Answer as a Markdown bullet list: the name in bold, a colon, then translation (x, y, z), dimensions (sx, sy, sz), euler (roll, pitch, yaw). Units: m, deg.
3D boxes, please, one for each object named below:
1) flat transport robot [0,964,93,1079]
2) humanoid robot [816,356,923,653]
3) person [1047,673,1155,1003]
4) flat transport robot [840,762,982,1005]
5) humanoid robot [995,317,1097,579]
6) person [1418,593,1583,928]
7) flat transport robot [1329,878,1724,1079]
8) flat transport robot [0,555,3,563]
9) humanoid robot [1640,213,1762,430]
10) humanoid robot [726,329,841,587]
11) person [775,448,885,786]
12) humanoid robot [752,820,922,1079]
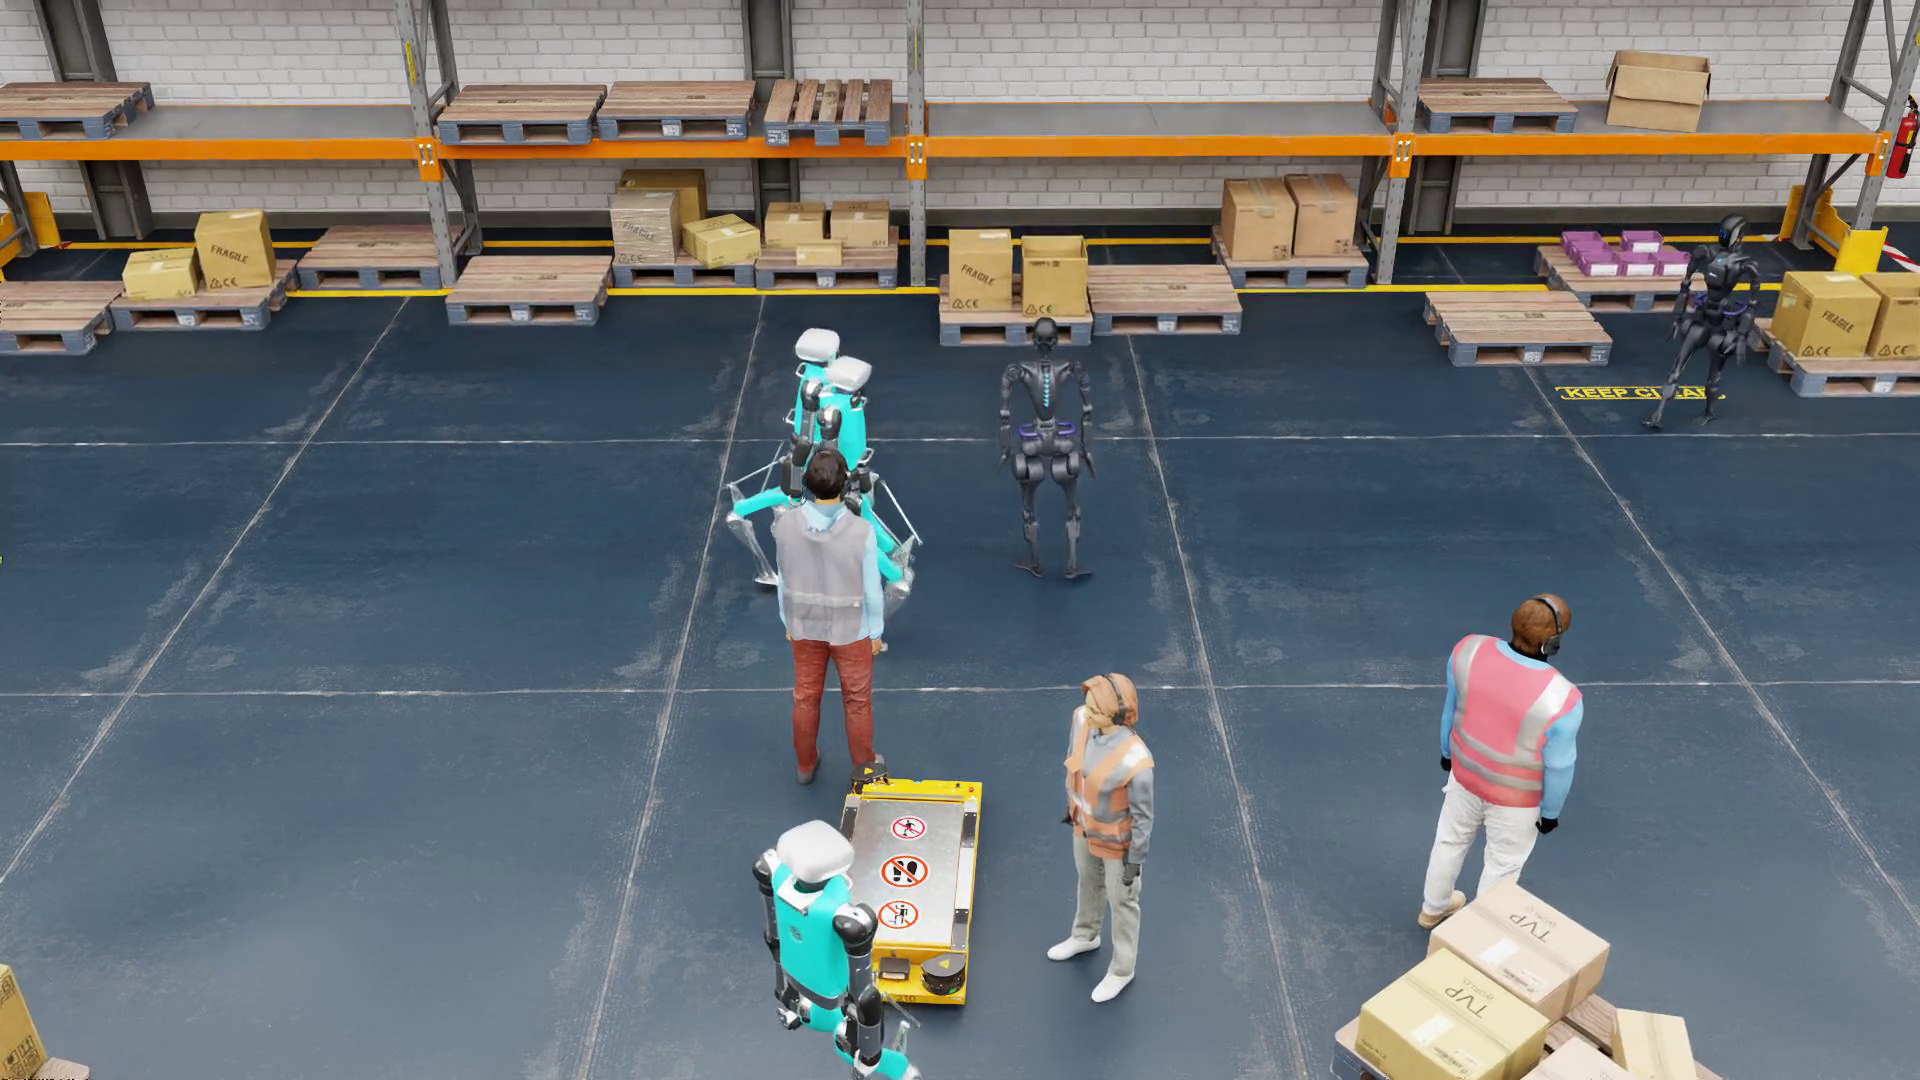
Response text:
- **flat transport robot**: translation (-3.967, 2.537, 6.188), dimensions (1.431, 0.231, 0.659), euler (9, 32, 14)
- **humanoid robot**: translation (-0.440, -0.170, 9.225), dimensions (0.653, 1.755, 0.531), euler (8, 32, 12)
- **person**: translation (0.613, 1.240, 7.013), dimensions (0.313, 1.639, 0.514), euler (-18, 35, -27)
- **flat transport robot**: translation (-0.258, 1.576, 7.787), dimensions (0.659, 0.231, 1.431), euler (2, 31, 3)
- **humanoid robot**: translation (0.517, -0.505, 9.893), dimensions (0.614, 1.644, 0.481), euler (-1, 31, -2)
- **person**: translation (2.344, 1.021, 7.199), dimensions (0.431, 1.836, 0.629), euler (-23, 38, -33)
- **flat transport robot**: translation (2.225, 2.308, 6.568), dimensions (1.431, 0.231, 0.659), euler (-22, 38, -32)
- **flat transport robot**: translation (-6.620, -0.123, 10.616), dimensions (0.659, 0.231, 1.431), euler (-20, 37, -30)
- **humanoid robot**: translation (5.202, -1.476, 11.535), dimensions (0.750, 1.633, 0.591), euler (-22, 37, -32)
- **humanoid robot**: translation (-1.079, -0.414, 9.690), dimensions (0.871, 1.757, 0.557), euler (4, 31, 7)
- **person**: translation (-0.638, 0.429, 8.146), dimensions (0.535, 1.870, 0.417), euler (7, 32, 12)
- **humanoid robot**: translation (-0.361, 1.697, 6.180), dimensions (0.538, 1.812, 0.678), euler (25, 39, 35)
